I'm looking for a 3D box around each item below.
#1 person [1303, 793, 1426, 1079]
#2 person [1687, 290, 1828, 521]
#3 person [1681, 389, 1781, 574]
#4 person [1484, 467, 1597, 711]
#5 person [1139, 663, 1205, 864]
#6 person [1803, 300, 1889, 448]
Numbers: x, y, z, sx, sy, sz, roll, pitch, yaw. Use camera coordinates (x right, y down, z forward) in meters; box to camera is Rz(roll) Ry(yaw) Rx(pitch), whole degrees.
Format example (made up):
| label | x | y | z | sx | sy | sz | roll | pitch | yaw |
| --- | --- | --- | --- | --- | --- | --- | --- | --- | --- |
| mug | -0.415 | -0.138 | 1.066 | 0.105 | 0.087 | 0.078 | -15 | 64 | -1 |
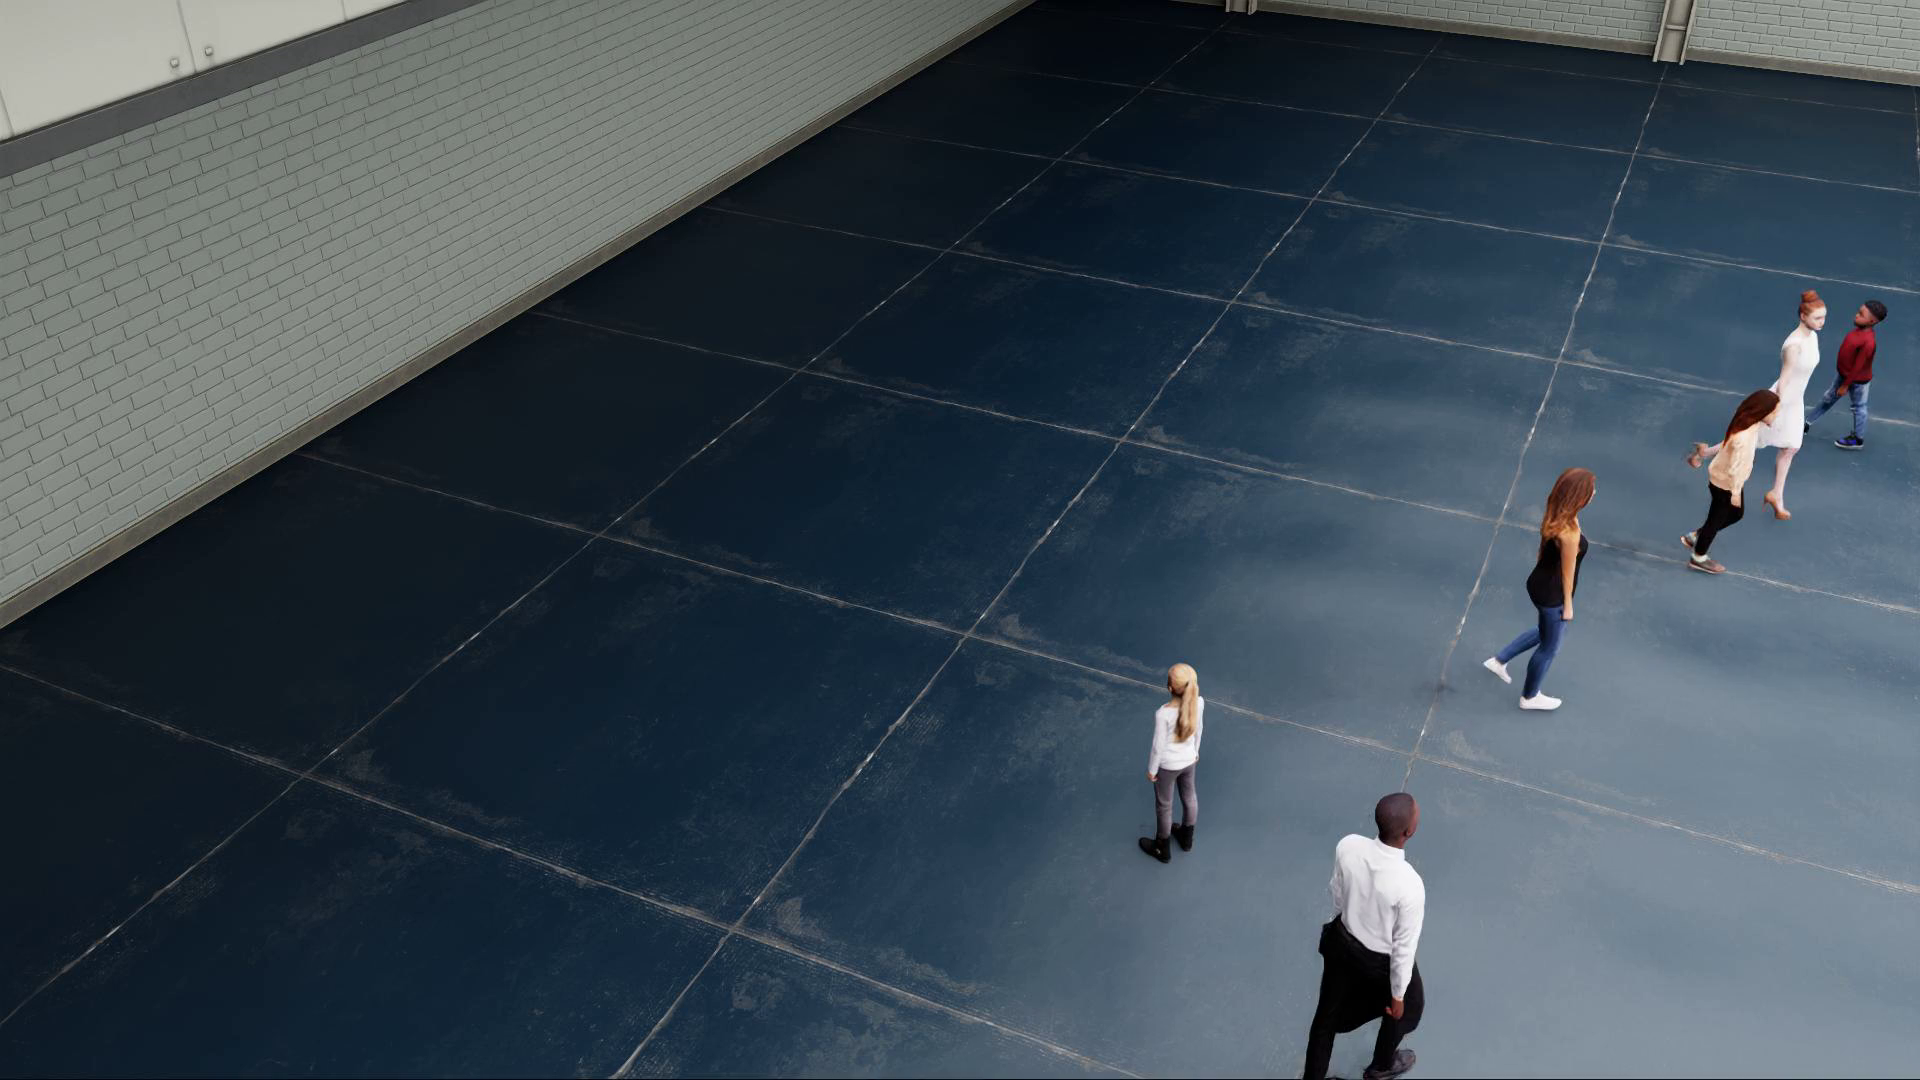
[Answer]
| label | x | y | z | sx | sy | sz | roll | pitch | yaw |
| --- | --- | --- | --- | --- | --- | --- | --- | --- | --- |
| person | 1.759 | 1.924 | 7.466 | 0.971 | 1.813 | 0.979 | -24 | 40 | -33 |
| person | 5.893 | -1.000 | 12.141 | 0.828 | 1.771 | 1.140 | -27 | 41 | -36 |
| person | 5.255 | -0.421 | 11.509 | 0.621 | 1.466 | 0.622 | 15 | 35 | 22 |
| person | 3.528 | 0.314 | 10.115 | 0.794 | 1.710 | 0.690 | 3 | 32 | 5 |
| person | 1.183 | 1.210 | 9.098 | 0.573 | 1.279 | 0.619 | -17 | 36 | -24 |
| person | 7.112 | -1.286 | 13.103 | 0.886 | 1.227 | 0.667 | 4 | 33 | 7 |
